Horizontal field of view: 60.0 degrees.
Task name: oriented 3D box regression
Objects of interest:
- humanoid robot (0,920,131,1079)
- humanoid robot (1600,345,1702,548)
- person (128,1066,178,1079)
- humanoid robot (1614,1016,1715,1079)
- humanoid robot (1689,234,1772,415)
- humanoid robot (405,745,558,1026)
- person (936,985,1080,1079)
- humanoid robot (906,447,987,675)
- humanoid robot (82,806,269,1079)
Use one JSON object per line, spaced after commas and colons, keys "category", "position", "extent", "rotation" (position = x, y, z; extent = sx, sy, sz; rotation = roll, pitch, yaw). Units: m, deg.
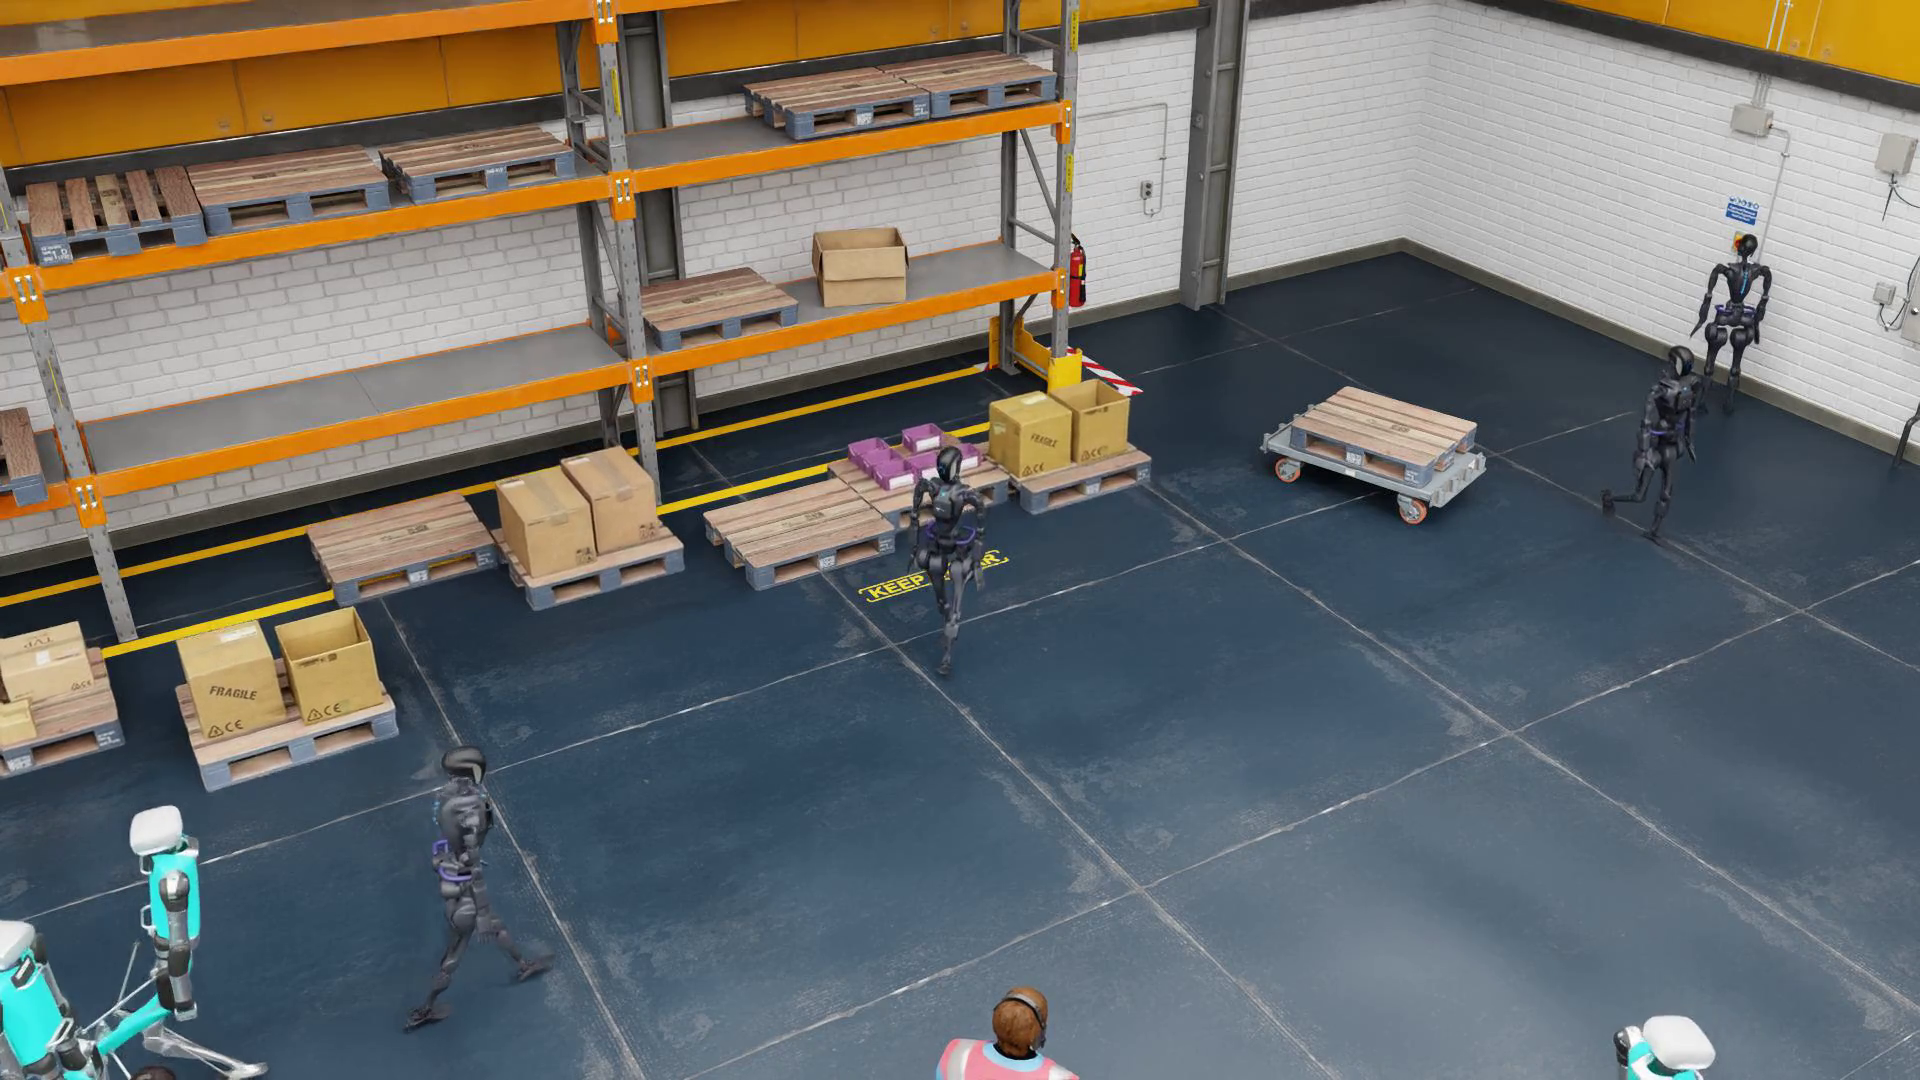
{"category": "humanoid robot", "position": [-3.691, 2.396, 7.281], "extent": [0.916, 1.761, 0.567], "rotation": [-2, 30, -4]}
{"category": "humanoid robot", "position": [5.420, -0.775, 12.941], "extent": [0.584, 1.635, 0.636], "rotation": [-13, 32, -22]}
{"category": "person", "position": [-2.930, 2.792, 6.409], "extent": [0.535, 1.870, 0.417], "rotation": [-8, 30, -14]}
{"category": "humanoid robot", "position": [2.987, 2.641, 6.826], "extent": [0.857, 1.796, 0.561], "rotation": [-7, 30, -12]}
{"category": "humanoid robot", "position": [6.926, -1.945, 14.971], "extent": [0.599, 1.657, 0.315], "rotation": [5, 30, 8]}
{"category": "humanoid robot", "position": [-2.559, 1.749, 8.511], "extent": [0.812, 1.633, 0.588], "rotation": [-14, 32, -23]}
{"category": "person", "position": [0.216, 2.564, 6.852], "extent": [0.628, 1.837, 0.431], "rotation": [11, 31, 18]}
{"category": "humanoid robot", "position": [-0.114, 0.117, 11.362], "extent": [0.603, 1.626, 0.738], "rotation": [11, 31, 19]}
{"category": "humanoid robot", "position": [-3.937, 2.084, 7.830], "extent": [0.989, 1.758, 0.540], "rotation": [-12, 32, -20]}
